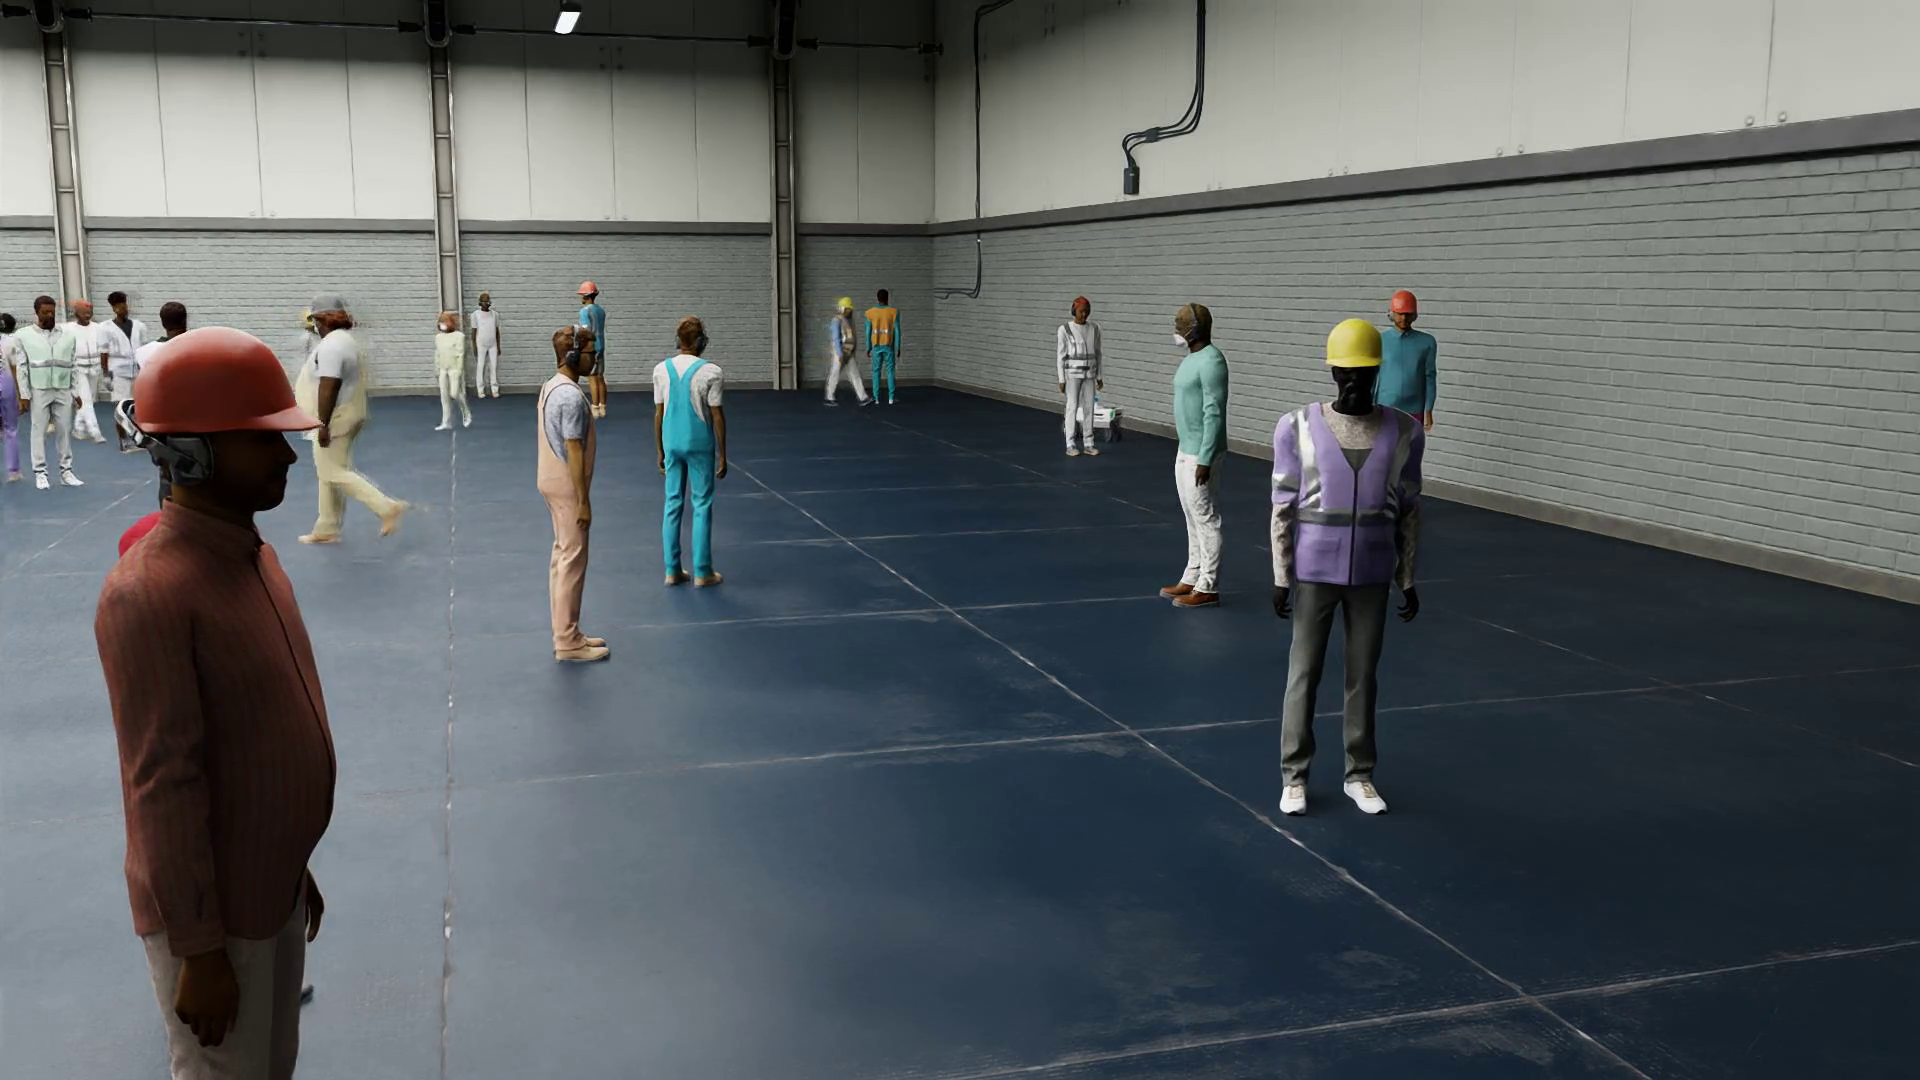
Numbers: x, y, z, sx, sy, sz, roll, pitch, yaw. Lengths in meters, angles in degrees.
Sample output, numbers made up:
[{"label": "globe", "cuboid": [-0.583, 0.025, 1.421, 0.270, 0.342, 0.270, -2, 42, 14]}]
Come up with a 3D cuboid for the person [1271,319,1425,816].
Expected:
[{"label": "person", "cuboid": [1.495, 0.113, 6.443, 0.587, 1.928, 0.382, 0, 9, 0]}]

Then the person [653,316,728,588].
[{"label": "person", "cuboid": [-1.814, -0.588, 11.223, 0.513, 1.836, 0.355, 2, 9, 15]}]

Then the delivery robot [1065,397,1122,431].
[{"label": "delivery robot", "cuboid": [1.723, -1.610, 21.501, 0.707, 0.478, 0.477, 5, 10, 27]}]

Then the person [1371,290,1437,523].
[{"label": "person", "cuboid": [3.750, -1.127, 14.192, 0.607, 1.987, 0.408, 1, 9, 4]}]

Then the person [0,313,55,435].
[{"label": "person", "cuboid": [-12.313, -2.133, 21.656, 0.884, 1.652, 0.542, -4, 10, -23]}]

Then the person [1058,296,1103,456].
[{"label": "person", "cuboid": [1.420, -1.926, 19.629, 0.584, 1.879, 0.374, -5, 10, -27]}]

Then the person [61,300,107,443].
[{"label": "person", "cuboid": [-11.222, -2.163, 21.317, 0.979, 1.835, 0.597, 7, 12, 39]}]

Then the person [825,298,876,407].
[{"label": "person", "cuboid": [-1.840, -3.052, 27.110, 0.943, 1.778, 0.619, 5, 10, 31]}]

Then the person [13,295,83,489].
[{"label": "person", "cuboid": [-9.095, -1.478, 16.619, 0.392, 1.921, 0.593, 7, 11, 38]}]

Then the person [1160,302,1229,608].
[{"label": "person", "cuboid": [1.506, -0.534, 10.557, 0.371, 1.934, 0.627, -1, 9, -5]}]

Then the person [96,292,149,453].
[{"label": "person", "cuboid": [-10.017, -2.006, 20.003, 0.493, 1.936, 0.700, 6, 11, 33]}]

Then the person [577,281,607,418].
[{"label": "person", "cuboid": [-5.519, -2.834, 24.875, 0.389, 2.045, 0.606, 2, 9, 16]}]

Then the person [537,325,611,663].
[{"label": "person", "cuboid": [-2.098, -0.243, 9.030, 0.362, 1.835, 0.510, -4, 10, -25]}]

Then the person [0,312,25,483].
[{"label": "person", "cuboid": [-9.714, -1.448, 16.765, 0.519, 1.821, 0.802, -3, 9, -20]}]

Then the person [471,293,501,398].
[{"label": "person", "cuboid": [-8.288, -3.390, 29.103, 0.501, 1.839, 0.341, -6, 11, -35]}]

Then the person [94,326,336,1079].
[{"label": "person", "cuboid": [-1.289, 0.622, 2.981, 0.376, 1.995, 0.609, -1, 9, -8]}]

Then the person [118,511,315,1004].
[{"label": "person", "cuboid": [-2.067, 0.485, 4.669, 0.575, 1.739, 0.348, 5, 10, 28]}]

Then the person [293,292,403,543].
[{"label": "person", "cuboid": [-4.819, -0.975, 13.030, 0.773, 2.000, 0.709, -1, 9, -8]}]

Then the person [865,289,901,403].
[{"label": "person", "cuboid": [-1.286, -3.237, 27.871, 0.588, 1.913, 0.391, 1, 9, 5]}]

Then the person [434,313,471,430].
[{"label": "person", "cuboid": [-7.017, -2.324, 22.962, 0.532, 1.623, 0.417, 4, 10, 23]}]
